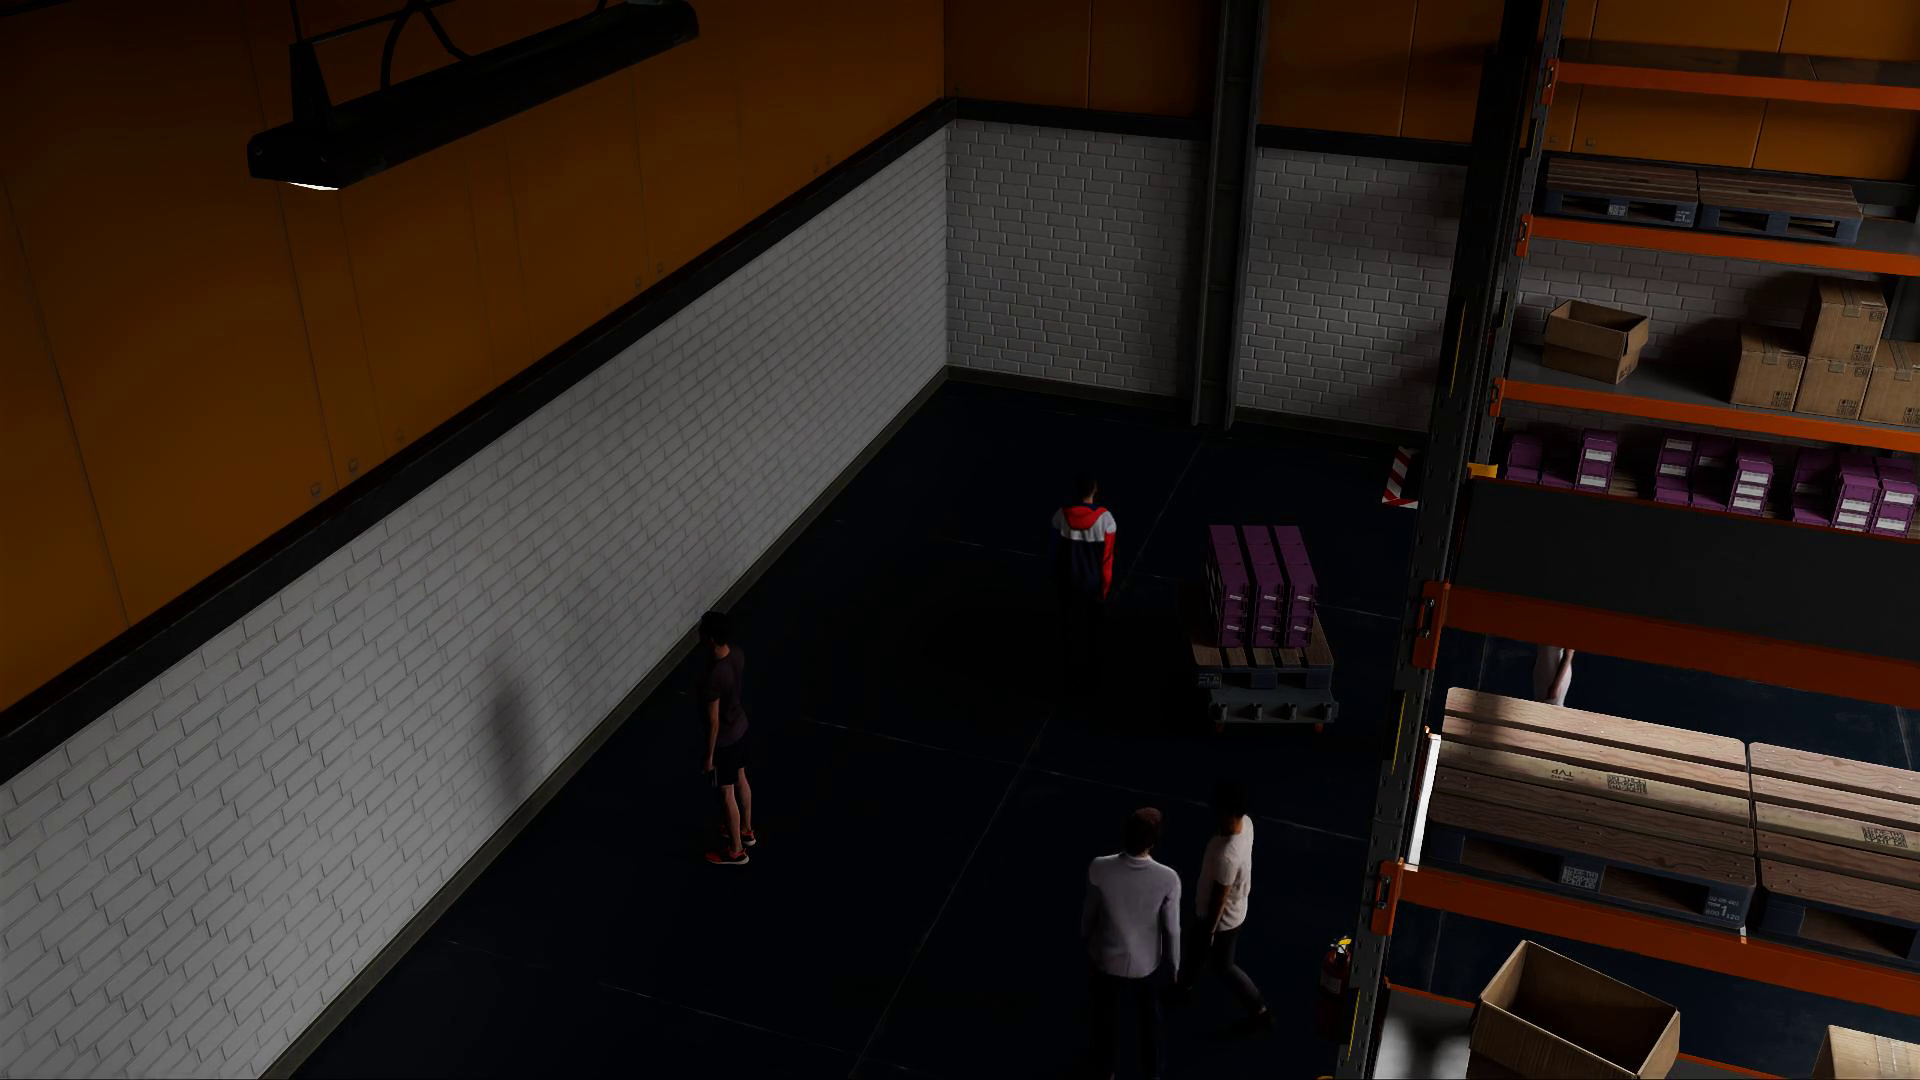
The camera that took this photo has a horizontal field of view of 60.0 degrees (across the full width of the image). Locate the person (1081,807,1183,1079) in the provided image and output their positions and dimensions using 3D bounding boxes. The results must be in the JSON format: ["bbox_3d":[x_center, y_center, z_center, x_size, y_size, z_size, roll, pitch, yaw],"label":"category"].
[{"bbox_3d":[0.917,2.255,8.872,0.844,1.835,0.877,1,29,2],"label":"person"}]

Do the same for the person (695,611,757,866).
[{"bbox_3d":[-1.501,1.262,10.673,0.570,1.854,0.660,7,29,13],"label":"person"}]

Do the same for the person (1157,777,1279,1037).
[{"bbox_3d":[1.538,2.078,9.344,0.999,1.693,0.671,8,30,15],"label":"person"}]

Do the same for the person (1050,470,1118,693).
[{"bbox_3d":[0.897,0.342,12.497,1.070,1.721,0.872,3,29,5],"label":"person"}]
